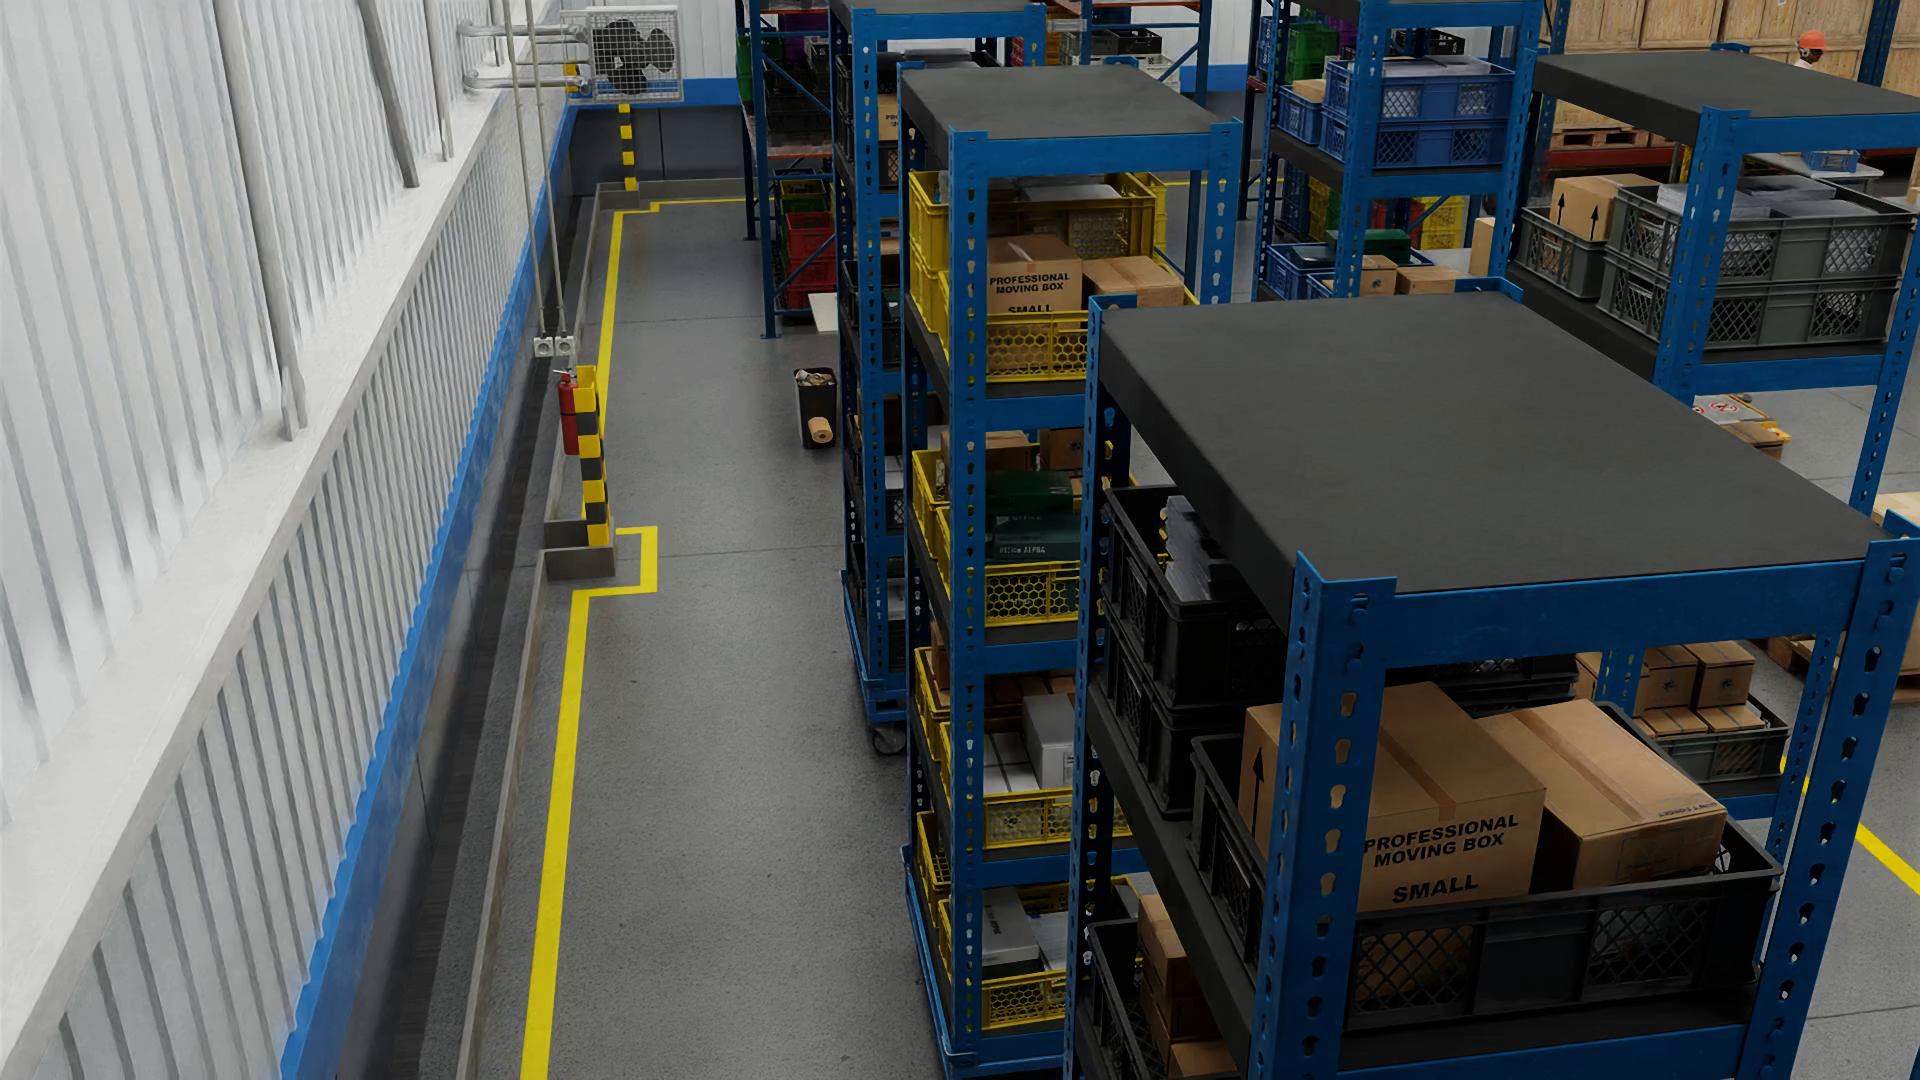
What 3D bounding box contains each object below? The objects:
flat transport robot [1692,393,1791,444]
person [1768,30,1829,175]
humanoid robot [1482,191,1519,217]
[{"bbox_3d":[5.224,-0.859,12.132,1.431,0.197,0.652,-4,25,-8],"label":"flat transport robot"},{"bbox_3d":[9.004,-4.474,17.960,0.385,1.992,0.624,16,29,31],"label":"person"},{"bbox_3d":[4.563,-2.449,13.961,0.635,1.637,0.567,11,27,23],"label":"humanoid robot"}]
